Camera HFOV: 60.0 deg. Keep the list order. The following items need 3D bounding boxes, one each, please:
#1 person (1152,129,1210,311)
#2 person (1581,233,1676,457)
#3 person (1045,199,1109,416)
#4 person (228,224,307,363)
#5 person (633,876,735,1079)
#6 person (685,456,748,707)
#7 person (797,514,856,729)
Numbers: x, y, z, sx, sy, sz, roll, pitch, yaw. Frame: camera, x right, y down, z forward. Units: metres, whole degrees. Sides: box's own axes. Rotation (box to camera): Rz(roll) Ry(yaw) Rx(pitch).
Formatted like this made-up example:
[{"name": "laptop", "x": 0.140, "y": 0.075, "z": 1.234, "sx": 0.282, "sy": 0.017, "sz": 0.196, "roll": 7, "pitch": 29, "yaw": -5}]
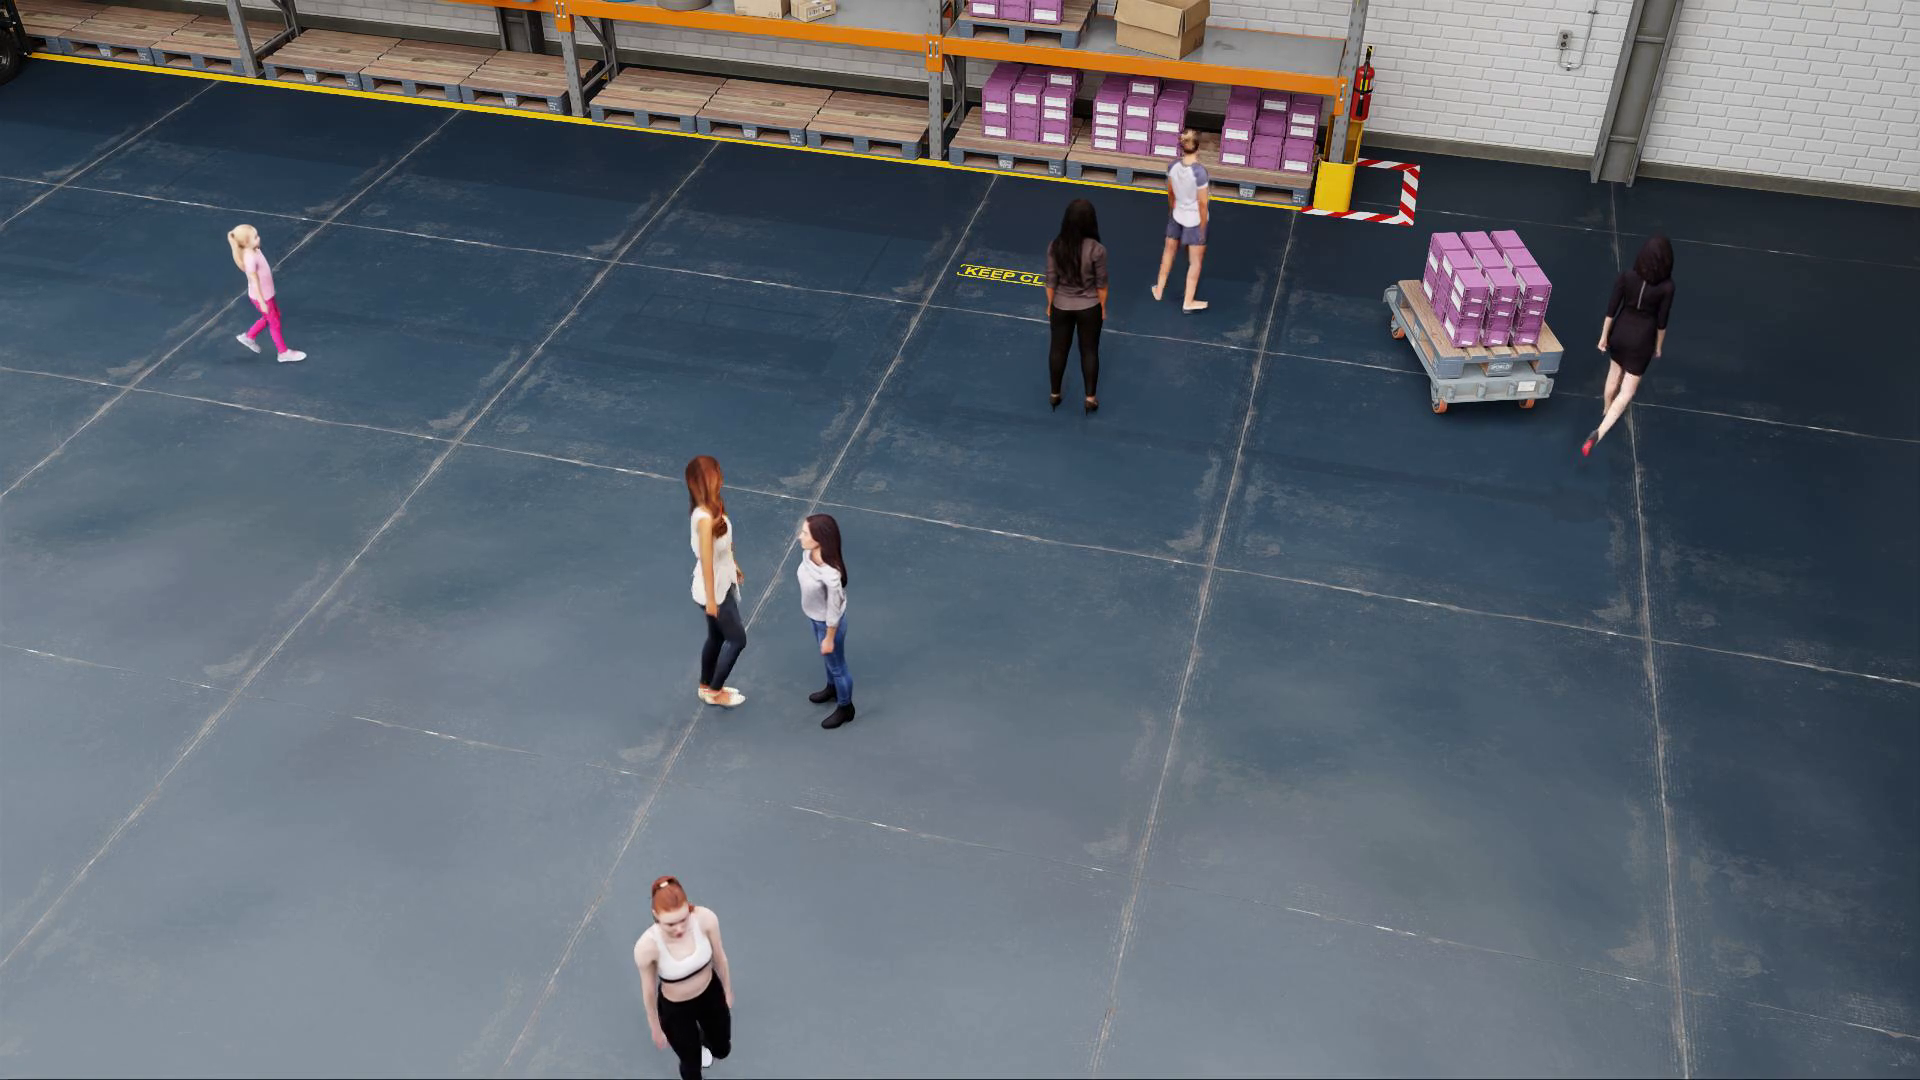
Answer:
[{"name": "person", "x": 1.986, "y": -2.732, "z": 14.331, "sx": 0.825, "sy": 1.609, "sz": 0.675, "roll": -20, "pitch": 43, "yaw": -23}, {"name": "person", "x": 5.019, "y": -1.415, "z": 12.550, "sx": 1.106, "sy": 1.772, "sz": 0.975, "roll": 29, "pitch": 47, "yaw": 31}, {"name": "person", "x": 0.905, "y": -1.791, "z": 12.970, "sx": 0.512, "sy": 1.838, "sz": 0.688, "roll": 9, "pitch": 40, "yaw": 12}, {"name": "person", "x": -5.815, "y": -2.022, "z": 13.718, "sx": 0.819, "sy": 1.263, "sz": 0.672, "roll": -7, "pitch": 39, "yaw": -8}, {"name": "person", "x": -1.349, "y": 2.188, "z": 8.069, "sx": 0.832, "sy": 1.735, "sz": 0.898, "roll": -21, "pitch": 43, "yaw": -24}, {"name": "person", "x": -1.574, "y": 0.330, "z": 10.394, "sx": 0.732, "sy": 1.738, "sz": 0.773, "roll": 3, "pitch": 39, "yaw": 4}, {"name": "person", "x": -0.811, "y": 0.482, "z": 10.287, "sx": 0.692, "sy": 1.633, "sz": 0.678, "roll": -12, "pitch": 40, "yaw": -14}]
